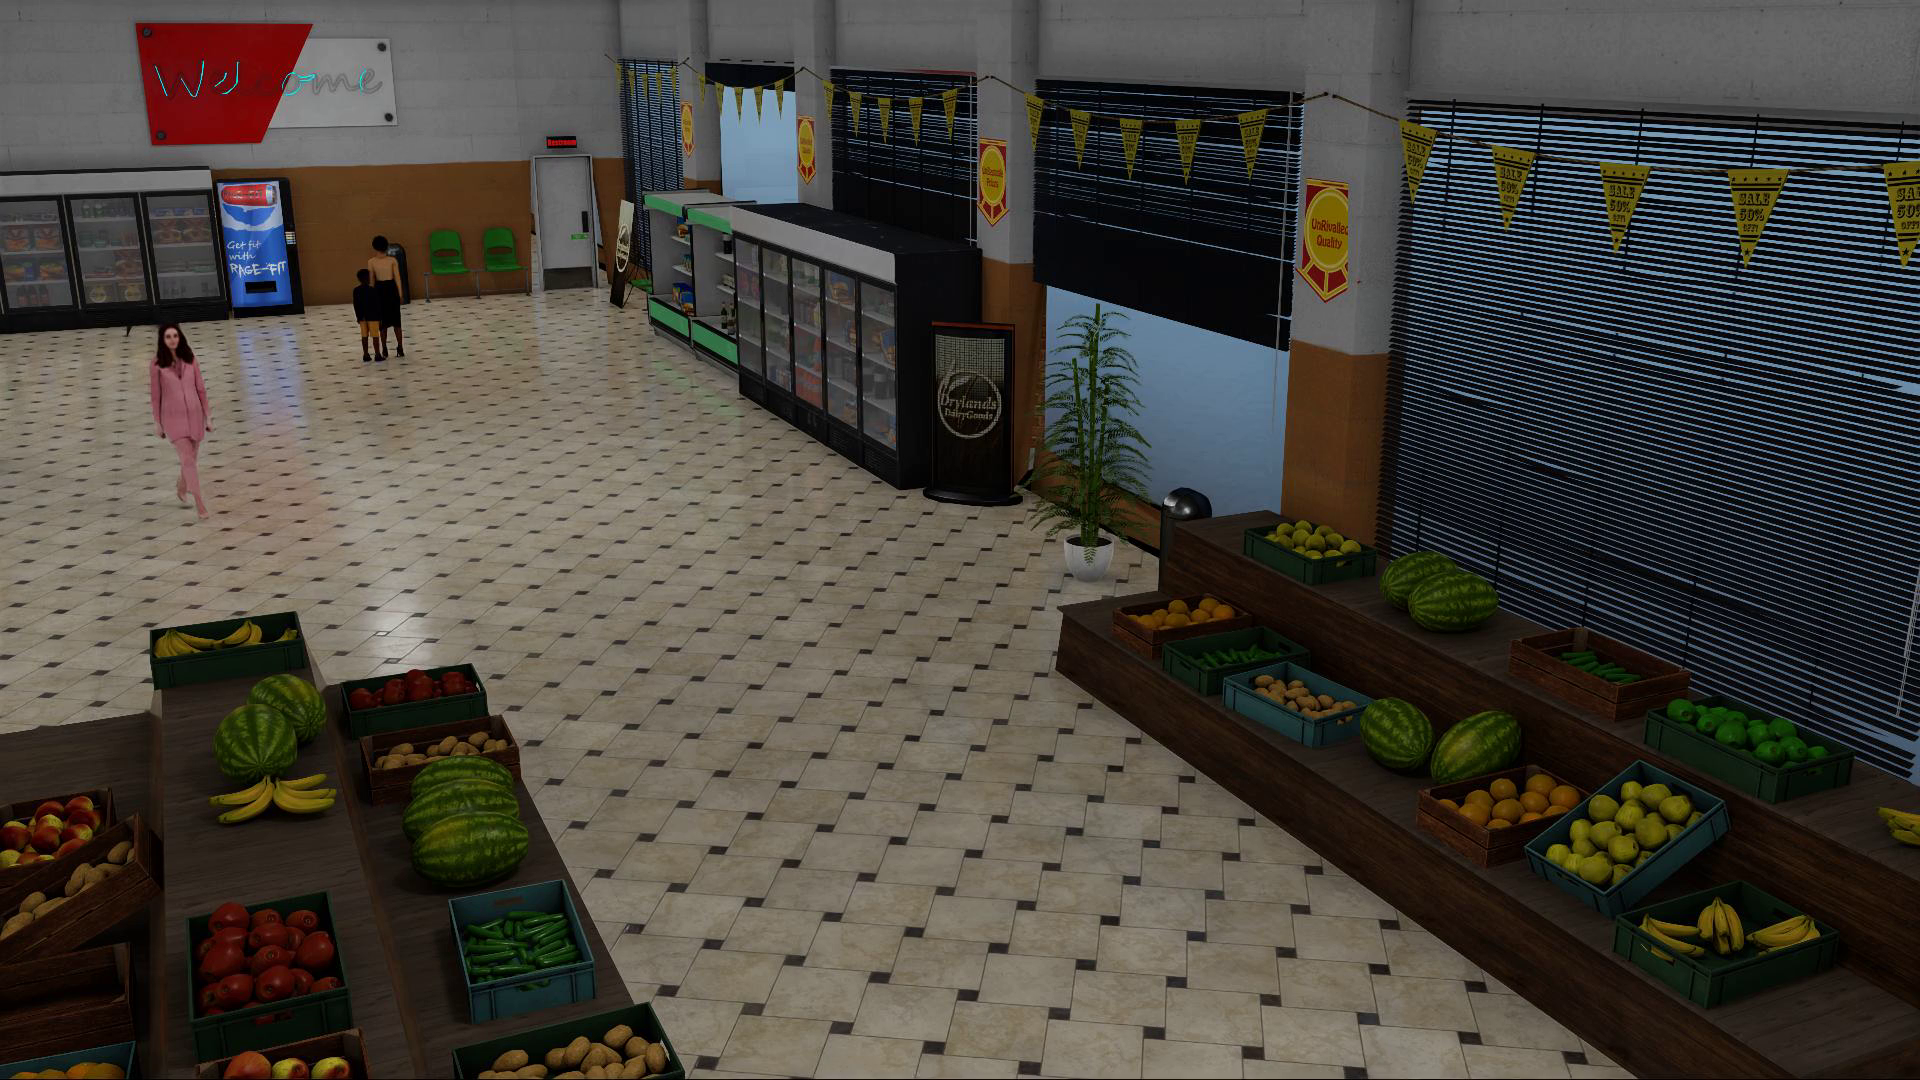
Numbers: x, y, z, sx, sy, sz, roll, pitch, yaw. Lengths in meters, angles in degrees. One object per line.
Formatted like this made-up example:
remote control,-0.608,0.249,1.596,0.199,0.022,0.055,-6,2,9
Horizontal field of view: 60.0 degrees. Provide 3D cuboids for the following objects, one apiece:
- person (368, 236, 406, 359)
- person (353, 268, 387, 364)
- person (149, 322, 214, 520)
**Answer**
person,-7.857,-3.328,22.780,0.610,1.654,0.591,-4,17,-14
person,-8.000,-3.035,22.478,0.602,1.270,0.644,1,17,4
person,-7.134,-1.096,15.240,0.841,1.765,1.171,-15,22,-40
